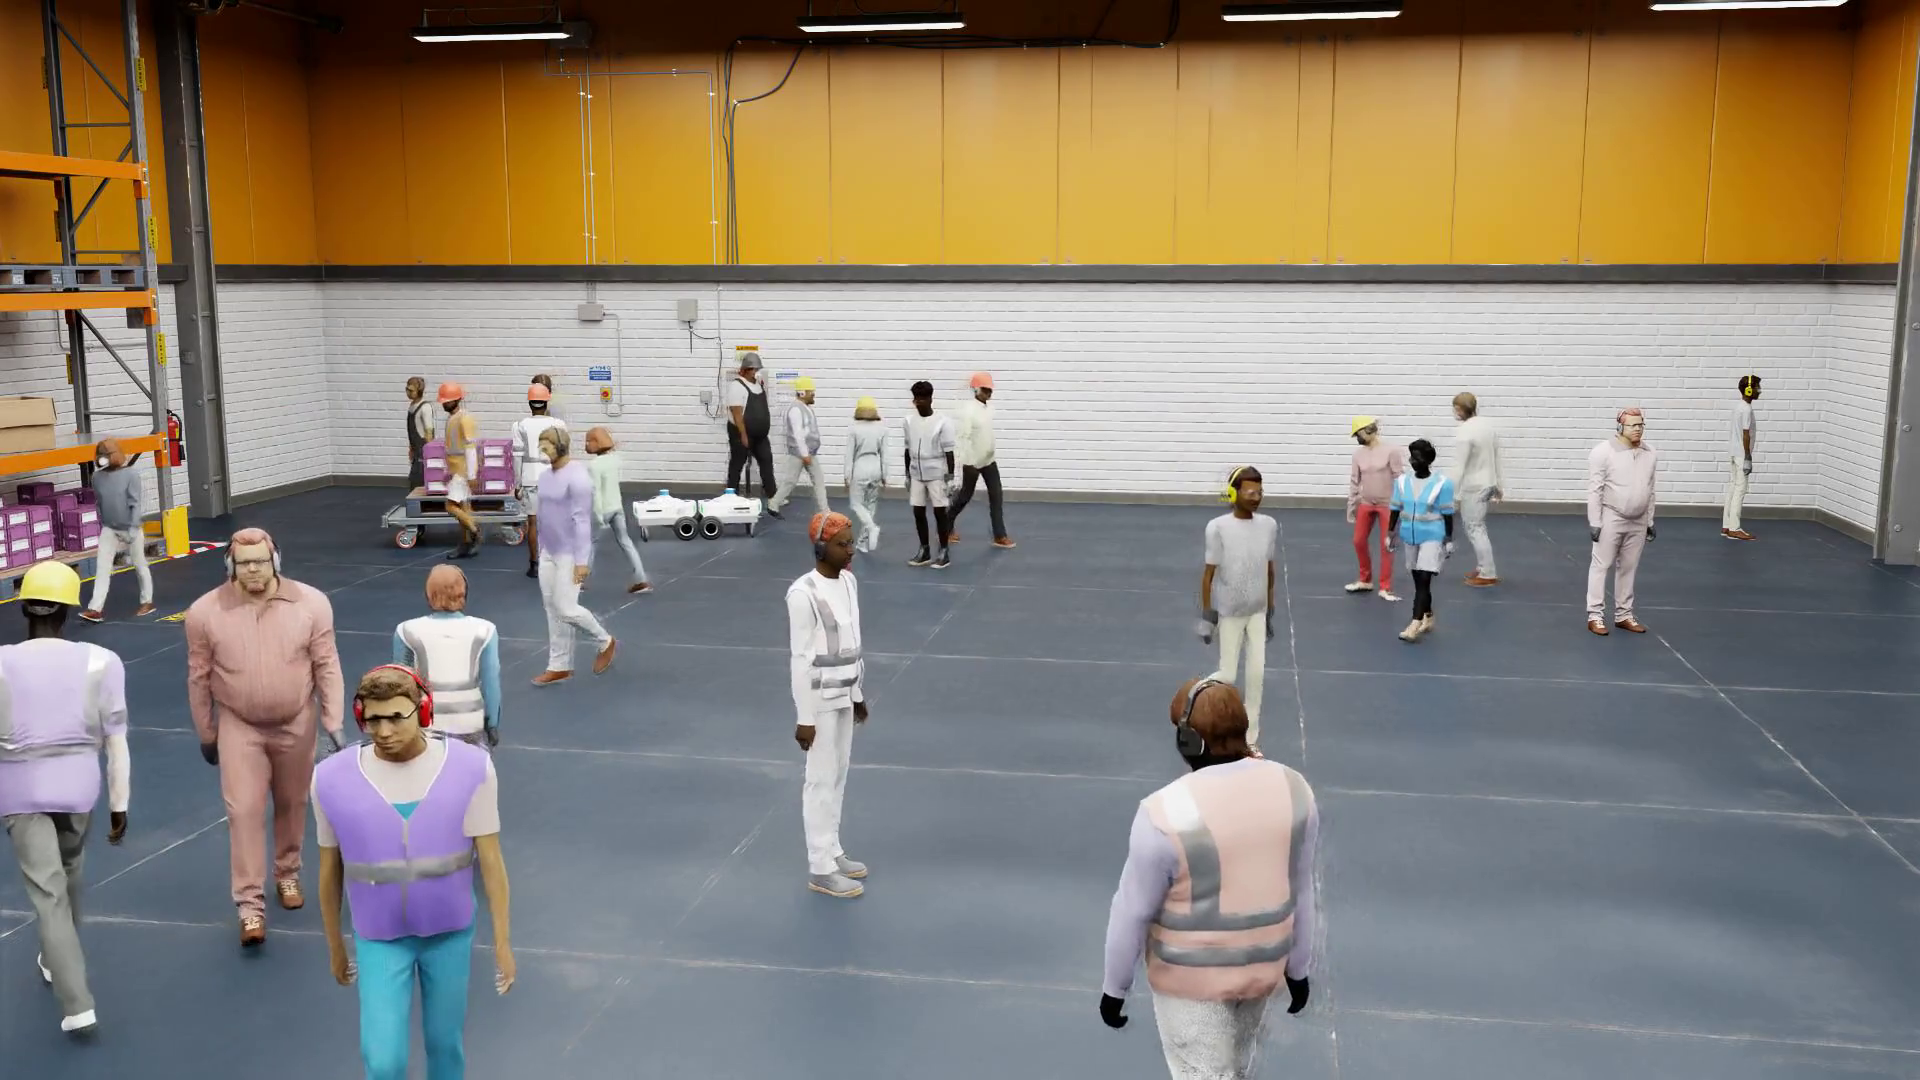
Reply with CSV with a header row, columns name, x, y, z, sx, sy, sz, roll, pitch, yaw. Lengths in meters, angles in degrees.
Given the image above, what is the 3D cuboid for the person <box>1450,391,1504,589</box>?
name,x,y,z,sx,sy,sz,roll,pitch,yaw
person,4.955,-0.477,15.962,0.542,1.899,0.646,7,12,37

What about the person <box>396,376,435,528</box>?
name,x,y,z,sx,sy,sz,roll,pitch,yaw
person,-6.357,-1.055,19.820,0.720,1.816,0.544,-5,10,-29

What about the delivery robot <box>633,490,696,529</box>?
name,x,y,z,sx,sy,sz,roll,pitch,yaw
delivery robot,-3.361,-0.328,18.912,0.707,0.478,0.477,-2,9,-11

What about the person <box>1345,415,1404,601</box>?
name,x,y,z,sx,sy,sz,roll,pitch,yaw
person,3.872,-0.301,15.465,0.629,1.717,0.329,9,13,43

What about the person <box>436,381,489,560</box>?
name,x,y,z,sx,sy,sz,roll,pitch,yaw
person,-5.271,-0.721,17.428,0.406,1.913,0.603,-5,10,-29

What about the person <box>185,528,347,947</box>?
name,x,y,z,sx,sy,sz,roll,pitch,yaw
person,-3.160,0.883,7.638,0.650,1.866,0.950,-5,10,-28

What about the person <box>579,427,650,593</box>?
name,x,y,z,sx,sy,sz,roll,pitch,yaw
person,-3.332,-0.273,15.677,0.870,1.589,0.511,4,10,22

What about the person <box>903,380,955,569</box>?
name,x,y,z,sx,sy,sz,roll,pitch,yaw
person,-0.330,-0.666,17.020,0.628,1.944,0.446,5,11,29

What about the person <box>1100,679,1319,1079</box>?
name,x,y,z,sx,sy,sz,roll,pitch,yaw
person,0.703,1.304,5.161,0.657,1.814,0.771,-5,10,-29

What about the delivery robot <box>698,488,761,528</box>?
name,x,y,z,sx,sy,sz,roll,pitch,yaw
delivery robot,-2.631,-0.349,19.038,0.707,0.478,0.477,-2,9,-11

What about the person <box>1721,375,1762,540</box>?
name,x,y,z,sx,sy,sz,roll,pitch,yaw
person,8.926,-0.943,18.950,0.313,1.869,0.538,2,9,10

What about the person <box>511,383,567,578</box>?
name,x,y,z,sx,sy,sz,roll,pitch,yaw
person,-4.171,-0.593,16.566,0.552,1.935,0.374,-3,10,-18

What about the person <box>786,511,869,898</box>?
name,x,y,z,sx,sy,sz,roll,pitch,yaw
person,-0.592,0.801,8.160,0.472,1.886,0.608,3,10,20

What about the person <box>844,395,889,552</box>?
name,x,y,z,sx,sy,sz,roll,pitch,yaw
person,-0.973,-0.691,17.857,0.533,1.708,0.661,-4,10,-26

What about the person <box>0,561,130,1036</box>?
name,x,y,z,sx,sy,sz,roll,pitch,yaw
person,-3.688,1.027,6.772,0.583,1.869,1.009,-8,12,-39

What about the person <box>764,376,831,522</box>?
name,x,y,z,sx,sy,sz,roll,pitch,yaw
person,-1.944,-1.093,20.134,0.917,1.794,0.590,3,9,15

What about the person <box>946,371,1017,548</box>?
name,x,y,z,sx,sy,sz,roll,pitch,yaw
person,0.159,-0.904,18.458,0.986,1.959,0.630,7,12,38

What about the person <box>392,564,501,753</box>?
name,x,y,z,sx,sy,sz,roll,pitch,yaw
person,-2.551,0.914,8.277,0.524,1.594,0.851,-4,10,-22

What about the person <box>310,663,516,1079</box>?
name,x,y,z,sx,sy,sz,roll,pitch,yaw
person,-1.728,1.286,5.290,0.576,1.819,0.596,-3,10,-20

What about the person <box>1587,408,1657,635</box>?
name,x,y,z,sx,sy,sz,roll,pitch,yaw
person,5.565,-0.156,13.948,0.637,1.911,0.403,-2,9,-14

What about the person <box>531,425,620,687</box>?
name,x,y,z,sx,sy,sz,roll,pitch,yaw
person,-2.882,0.115,12.199,0.563,1.927,0.650,-8,12,-42

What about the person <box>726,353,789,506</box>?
name,x,y,z,sx,sy,sz,roll,pitch,yaw
person,-2.617,-1.399,21.249,0.903,2.000,0.692,5,11,31

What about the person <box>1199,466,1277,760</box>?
name,x,y,z,sx,sy,sz,roll,pitch,yaw
person,1.732,0.444,10.419,0.517,1.853,0.696,-4,10,-21

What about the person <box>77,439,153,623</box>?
name,x,y,z,sx,sy,sz,roll,pitch,yaw
person,-7.337,-0.072,14.431,0.506,1.584,0.865,1,9,6

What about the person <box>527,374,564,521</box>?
name,x,y,z,sx,sy,sz,roll,pitch,yaw
person,-5.067,-1.146,20.467,0.973,1.795,0.646,-5,10,-27

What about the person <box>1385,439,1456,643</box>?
name,x,y,z,sx,sy,sz,roll,pitch,yaw
person,3.748,0.007,13.693,0.816,1.655,0.550,-8,12,-42
